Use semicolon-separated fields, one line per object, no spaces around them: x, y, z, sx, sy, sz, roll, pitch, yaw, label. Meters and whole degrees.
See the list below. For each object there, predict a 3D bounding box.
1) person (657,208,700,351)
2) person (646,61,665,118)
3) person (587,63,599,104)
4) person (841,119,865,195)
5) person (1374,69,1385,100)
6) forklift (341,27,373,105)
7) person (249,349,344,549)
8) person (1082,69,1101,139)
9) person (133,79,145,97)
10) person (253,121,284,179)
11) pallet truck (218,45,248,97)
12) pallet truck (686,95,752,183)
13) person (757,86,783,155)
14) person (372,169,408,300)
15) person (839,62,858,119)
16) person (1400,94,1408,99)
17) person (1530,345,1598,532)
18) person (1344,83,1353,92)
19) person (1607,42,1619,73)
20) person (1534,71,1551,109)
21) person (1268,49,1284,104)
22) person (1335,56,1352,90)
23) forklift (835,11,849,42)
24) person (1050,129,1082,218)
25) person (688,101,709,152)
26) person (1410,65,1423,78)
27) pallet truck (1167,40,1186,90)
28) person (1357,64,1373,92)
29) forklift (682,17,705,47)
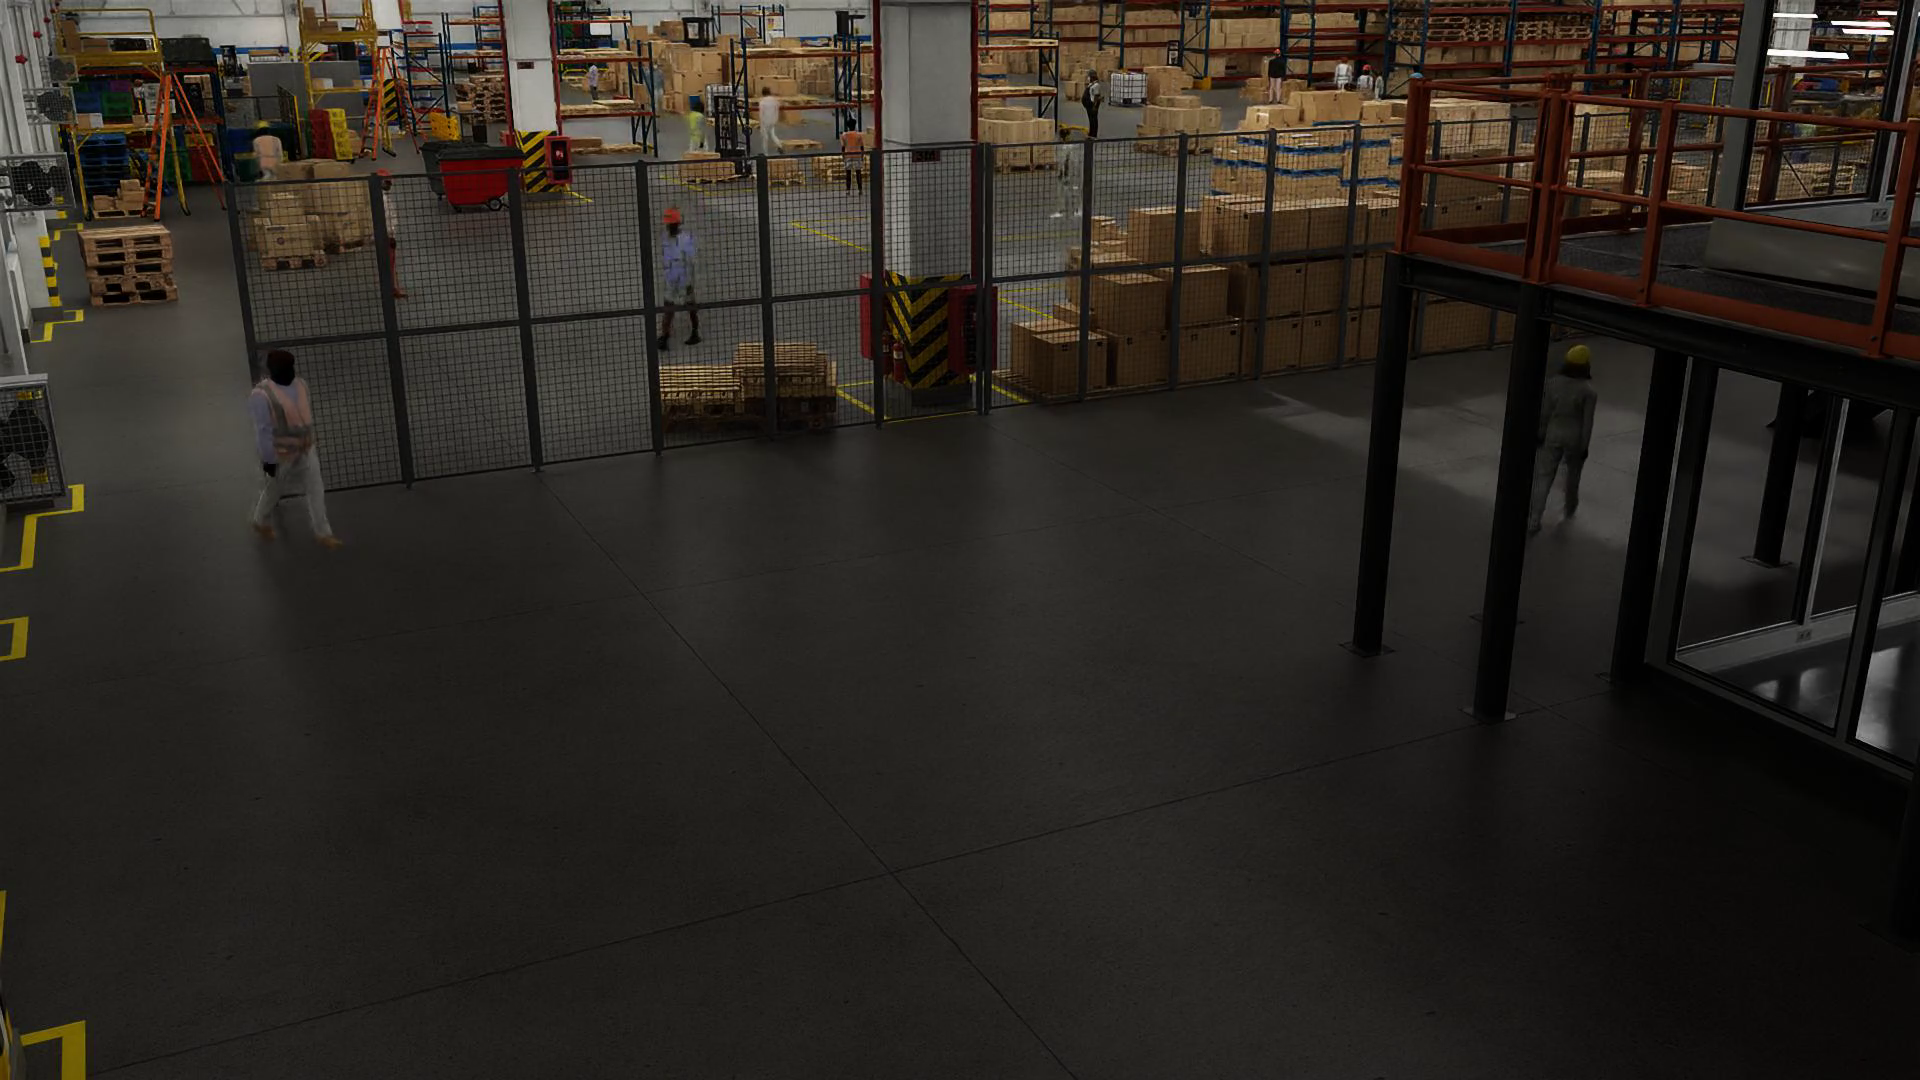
-3.816;-3.484;22.269;0.565;1.881;0.991;8;21;23;person
-10.313;-15.299;56.464;0.647;1.920;0.450;-11;22;-28;person
-13.016;-16.148;58.919;0.381;1.924;0.593;-9;21;-25;person
-2.409;-8.620;37.453;0.532;1.693;0.319;-1;19;-2;person
14.211;-15.130;56.407;0.311;1.636;0.523;3;19;9;person
-22.275;-17.346;60.954;1.873;2.768;1.129;-9;21;-25;forklift
-5.974;-0.812;14.670;0.932;1.806;0.625;10;21;26;person
3.894;-12.931;49.421;0.536;2.000;0.676;-2;19;-7;person
-25.307;-13.408;51.427;0.525;1.630;0.324;7;20;18;person
-14.481;-7.838;34.934;0.593;1.856;1.052;-4;19;-11;person
-28.879;-18.665;66.111;0.823;1.965;1.885;-3;19;-9;pallet truck
-5.836;-9.608;39.856;0.823;1.965;1.885;10;22;27;pallet truck
-5.104;-11.127;44.374;0.696;1.923;0.652;16;24;38;person
-8.847;-4.719;25.690;0.394;1.990;0.618;-13;23;-32;person
-3.782;-15.231;56.330;0.640;1.884;1.029;-8;21;-22;person
11.304;-10.394;42.320;0.594;1.883;0.895;13;23;34;person
5.486;-0.927;15.116;0.493;1.711;0.810;14;24;36;person
10.705;-11.806;46.448;0.722;1.845;0.565;4;19;11;person
28.501;-20.868;72.749;0.668;1.827;0.440;-9;21;-25;person
17.869;-13.406;51.000;0.573;1.907;0.830;-4;19;-10;person
11.841;-17.355;62.316;0.612;1.995;0.392;6;20;18;person
13.955;-16.621;60.434;0.587;1.826;1.035;8;21;23;person
-5.876;-25.018;83.194;1.873;2.768;1.129;-9;21;-25;forklift
2.150;-7.447;33.848;0.601;1.827;0.559;6;20;18;person
-6.475;-9.843;40.829;0.626;1.813;0.881;16;25;38;person
15.840;-15.670;57.882;0.537;1.695;0.321;-10;22;-27;person
9.045;-19.971;69.895;0.823;1.965;1.885;-3;19;-8;pallet truck
13.061;-14.334;53.644;0.543;1.939;0.361;16;24;38;person
-11.616;-21.399;72.703;1.129;2.768;1.873;7;20;20;forklift
